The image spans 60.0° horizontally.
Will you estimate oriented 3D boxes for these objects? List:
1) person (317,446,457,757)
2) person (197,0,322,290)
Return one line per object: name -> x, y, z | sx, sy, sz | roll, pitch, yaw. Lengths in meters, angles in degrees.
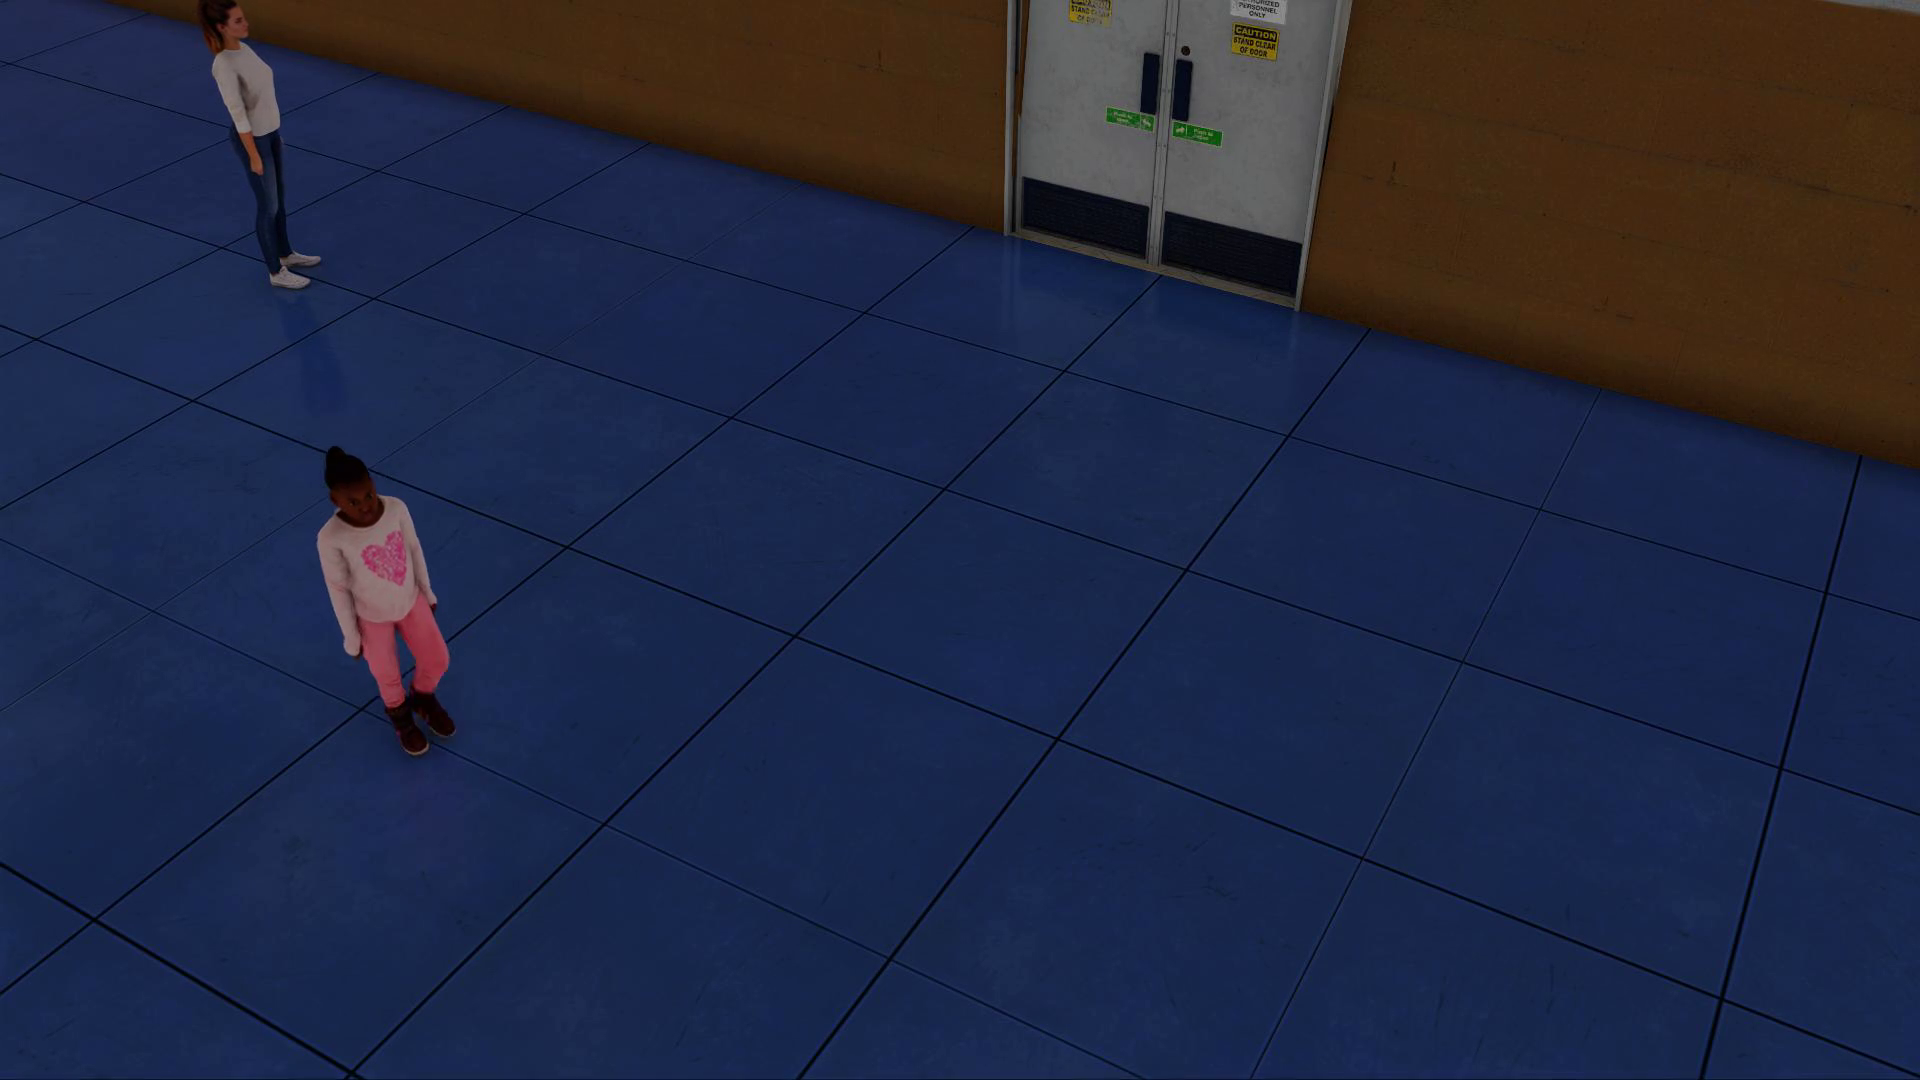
person -> -2.312, 0.221, 6.600 | 0.566, 1.439, 0.696 | -28, 45, -32
person -> -4.130, -2.331, 9.766 | 0.750, 1.719, 0.646 | -2, 37, -2
